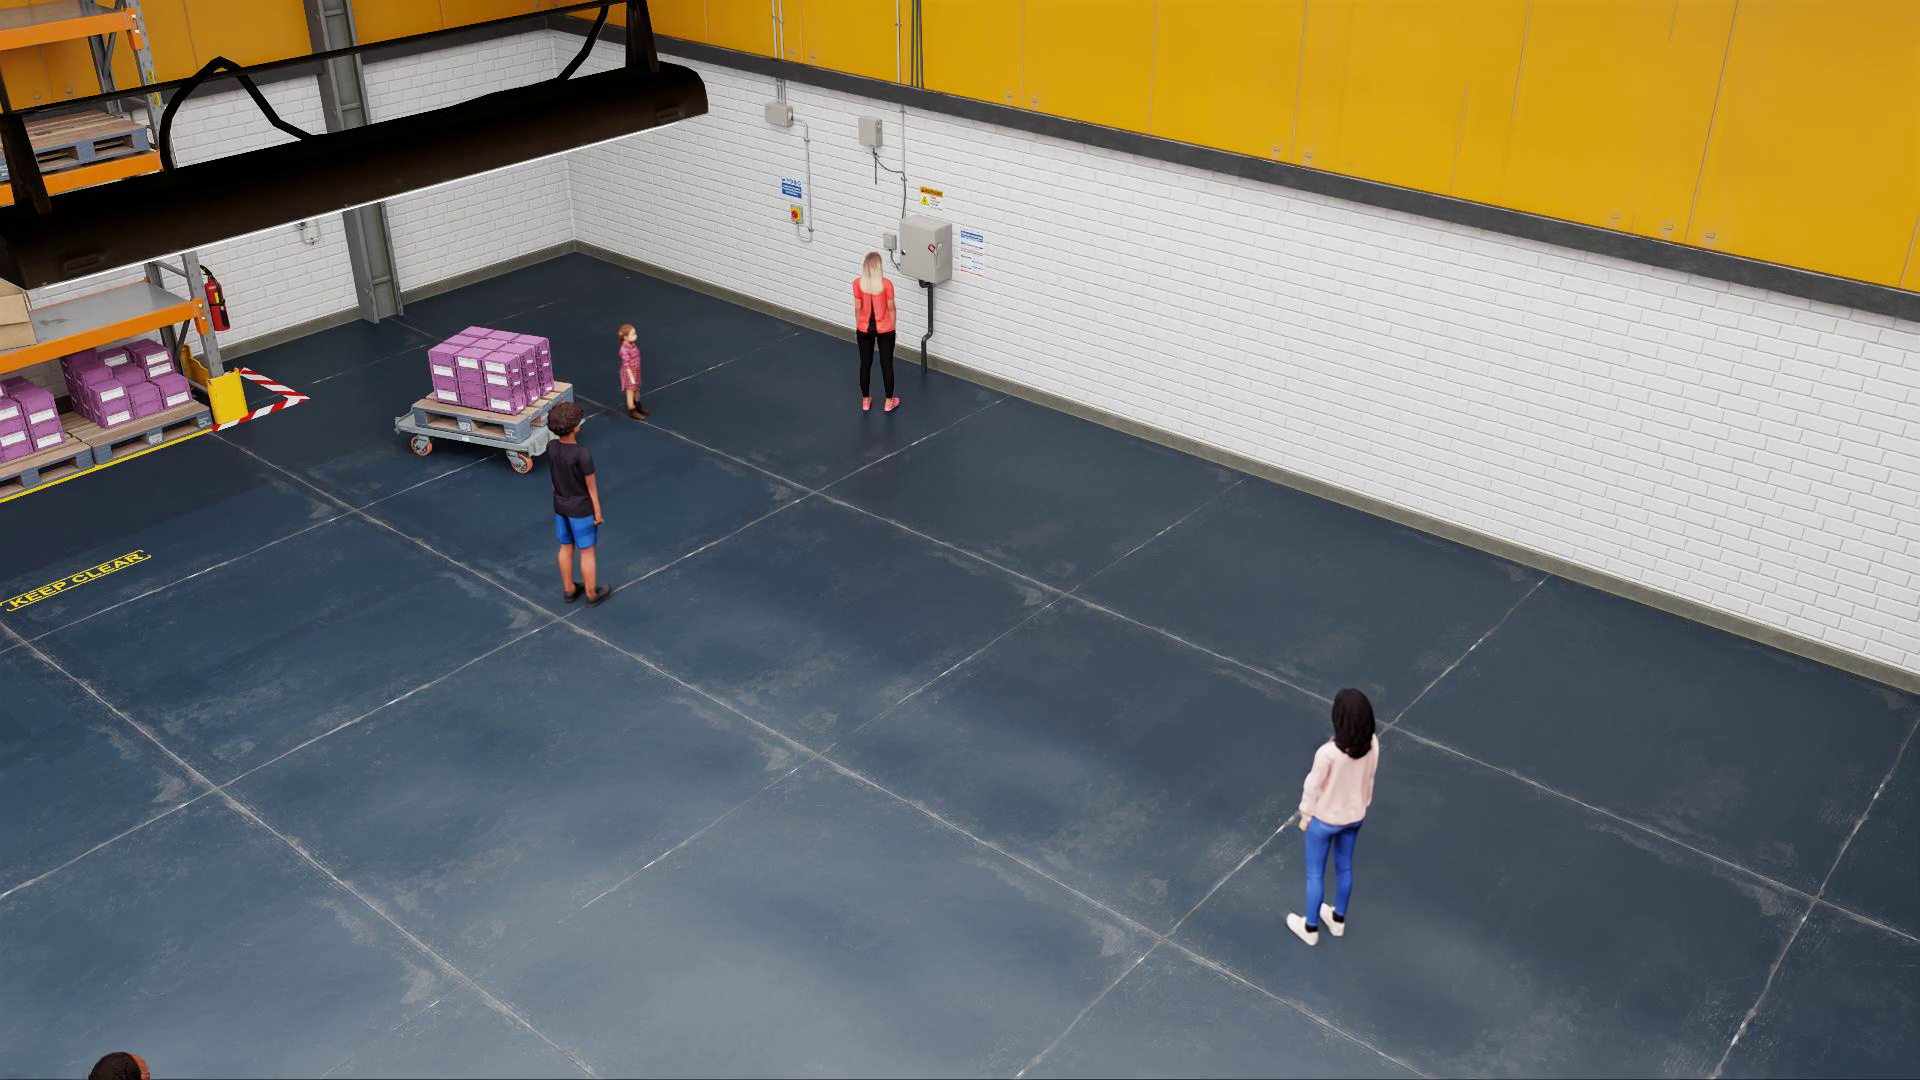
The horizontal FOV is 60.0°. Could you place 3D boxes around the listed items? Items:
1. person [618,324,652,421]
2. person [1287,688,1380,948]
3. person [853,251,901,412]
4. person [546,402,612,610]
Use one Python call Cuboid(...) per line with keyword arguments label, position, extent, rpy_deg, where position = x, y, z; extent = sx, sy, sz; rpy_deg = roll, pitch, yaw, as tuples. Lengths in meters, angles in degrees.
Cuboid(label="person", position=(-3.370, -1.726, 16.976), extent=(0.563, 1.021, 0.489), rpy_deg=(6, 29, 10))
Cuboid(label="person", position=(2.261, 1.667, 9.977), extent=(0.650, 1.768, 0.778), rpy_deg=(-11, 30, -19))
Cuboid(label="person", position=(-0.866, -2.140, 17.032), extent=(0.673, 1.696, 0.682), rpy_deg=(5, 29, 10))
Cuboid(label="person", position=(-3.138, -0.283, 13.520), extent=(0.650, 1.798, 0.632), rpy_deg=(13, 31, 22))
